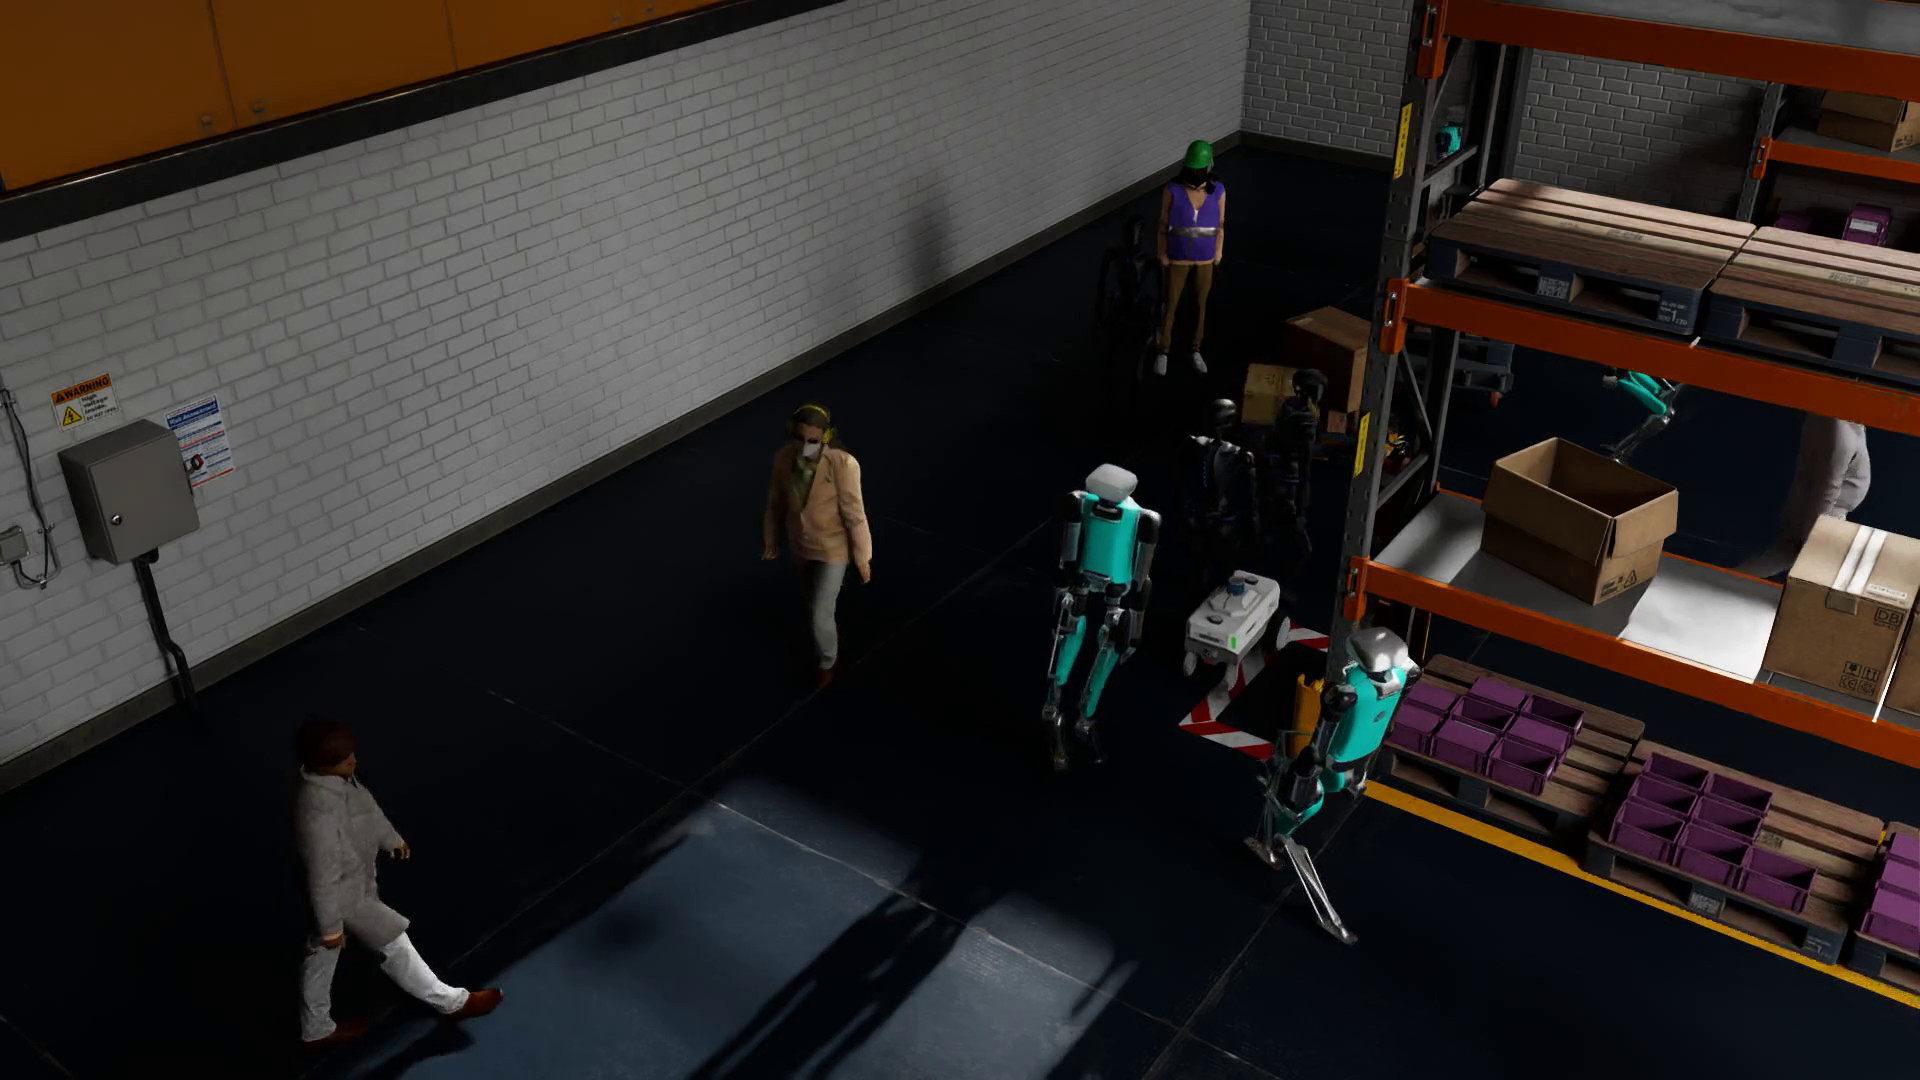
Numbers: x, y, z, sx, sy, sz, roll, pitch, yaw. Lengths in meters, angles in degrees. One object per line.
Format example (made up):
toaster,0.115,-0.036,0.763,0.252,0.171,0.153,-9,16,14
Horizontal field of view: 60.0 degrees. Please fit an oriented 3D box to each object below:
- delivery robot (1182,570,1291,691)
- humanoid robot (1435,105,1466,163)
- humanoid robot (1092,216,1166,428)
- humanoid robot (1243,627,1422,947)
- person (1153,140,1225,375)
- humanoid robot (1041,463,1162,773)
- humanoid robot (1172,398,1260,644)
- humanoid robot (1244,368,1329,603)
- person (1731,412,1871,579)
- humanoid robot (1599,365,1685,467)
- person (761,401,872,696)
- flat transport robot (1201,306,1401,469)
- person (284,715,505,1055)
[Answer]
delivery robot,1.632,0.485,9.915,0.499,0.599,0.784,17,34,27
humanoid robot,4.428,-2.885,14.564,0.959,1.743,0.548,19,35,30
humanoid robot,1.278,-1.639,12.477,0.592,1.648,0.340,15,33,24
humanoid robot,1.588,1.026,7.847,0.551,1.740,1.006,-18,35,-28
person,1.833,-2.263,13.306,0.532,1.928,0.421,-2,30,-3
humanoid robot,0.646,0.526,8.652,0.538,1.782,0.744,15,33,24
humanoid robot,1.492,-0.072,9.748,0.600,1.645,0.355,22,37,33
humanoid robot,1.956,-0.307,10.184,0.433,1.629,0.609,-4,30,-7
person,4.973,-0.190,9.770,0.862,1.877,0.642,7,31,12
humanoid robot,4.820,-1.278,11.652,0.735,1.677,0.533,19,35,29
person,-0.819,0.048,9.367,0.693,1.851,0.548,17,34,27
flat transport robot,2.549,-0.810,12.445,1.431,0.231,0.659,7,31,12
person,-2.492,1.436,7.024,0.946,1.779,0.537,-12,32,-20
